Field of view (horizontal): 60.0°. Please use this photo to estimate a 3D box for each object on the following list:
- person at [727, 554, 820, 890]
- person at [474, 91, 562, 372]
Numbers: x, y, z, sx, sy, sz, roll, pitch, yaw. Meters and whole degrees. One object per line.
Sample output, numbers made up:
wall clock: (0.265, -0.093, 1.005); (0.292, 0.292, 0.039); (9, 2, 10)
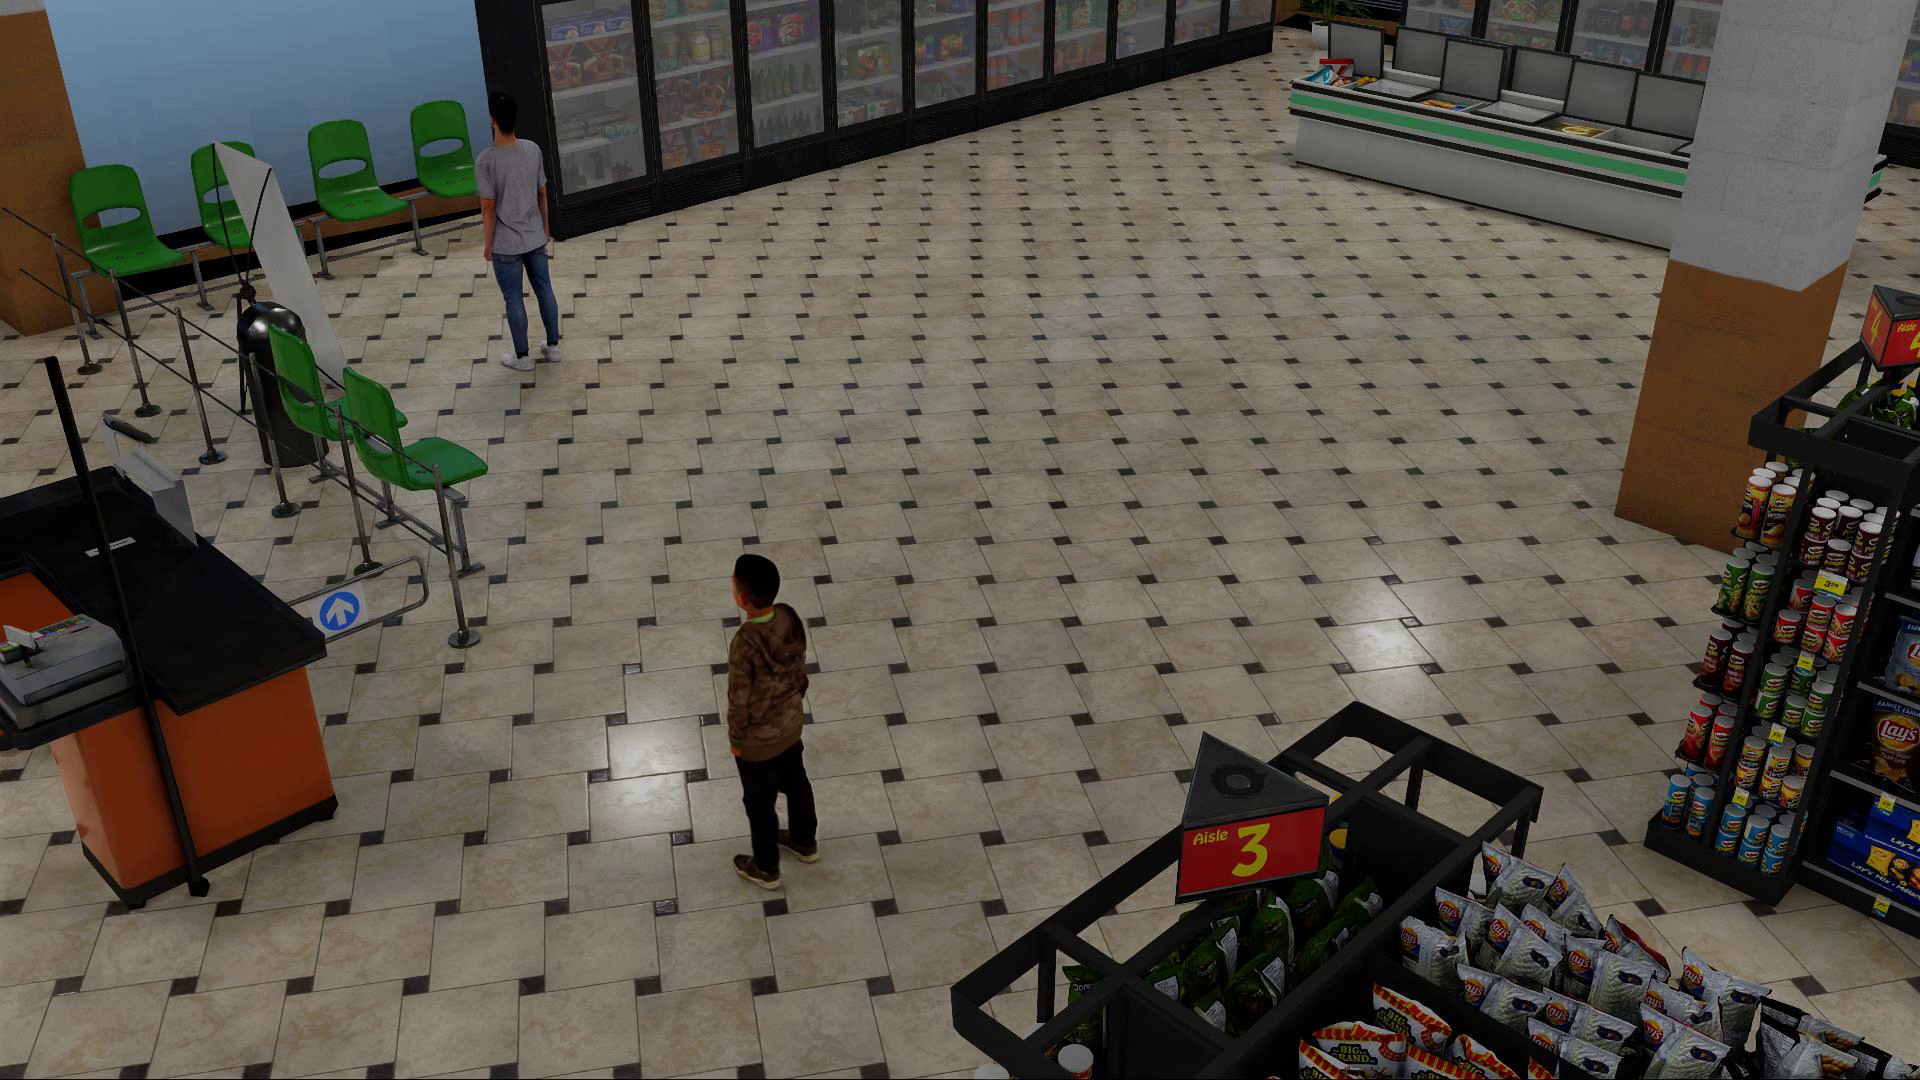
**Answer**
person: (-0.753, 0.719, 6.607); (0.601, 1.454, 0.606); (19, 34, 30)
person: (-3.005, -2.087, 11.294); (0.540, 1.889, 0.668); (25, 37, 38)
